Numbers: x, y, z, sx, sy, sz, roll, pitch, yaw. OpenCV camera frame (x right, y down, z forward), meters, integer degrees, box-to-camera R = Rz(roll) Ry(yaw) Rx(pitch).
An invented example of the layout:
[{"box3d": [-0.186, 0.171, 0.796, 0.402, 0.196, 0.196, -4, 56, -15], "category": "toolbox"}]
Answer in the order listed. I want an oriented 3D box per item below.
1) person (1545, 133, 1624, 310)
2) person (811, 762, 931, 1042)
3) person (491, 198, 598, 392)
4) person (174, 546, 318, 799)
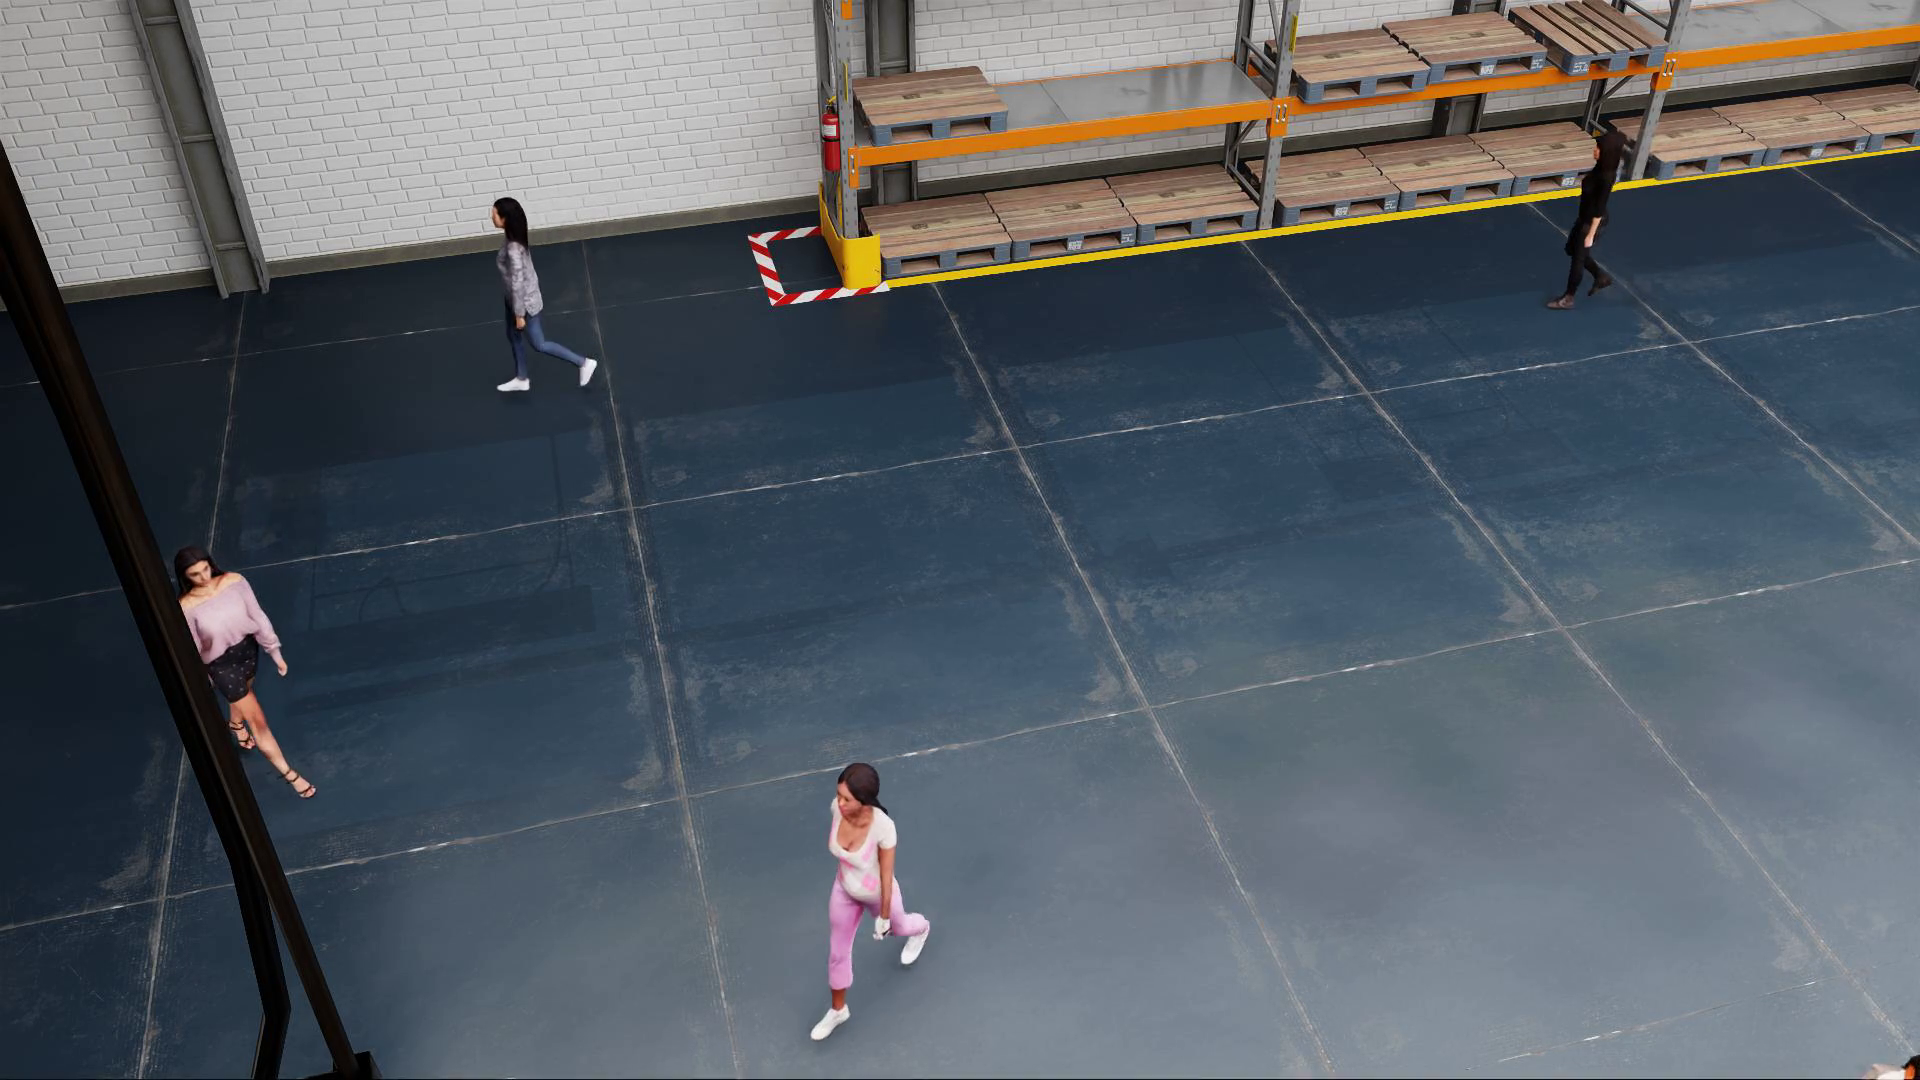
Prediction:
[{"box3d": [5.454, -2.704, 14.188, 0.860, 1.636, 0.739, 5, 39, 6], "category": "person"}, {"box3d": [-0.410, 1.763, 8.540, 1.071, 1.705, 1.186, 24, 44, 27], "category": "person"}, {"box3d": [-3.354, -1.885, 13.106, 1.072, 1.707, 0.683, -5, 39, -7], "category": "person"}, {"box3d": [-4.325, 0.710, 9.827, 1.115, 1.745, 1.133, 25, 45, 28], "category": "person"}]
